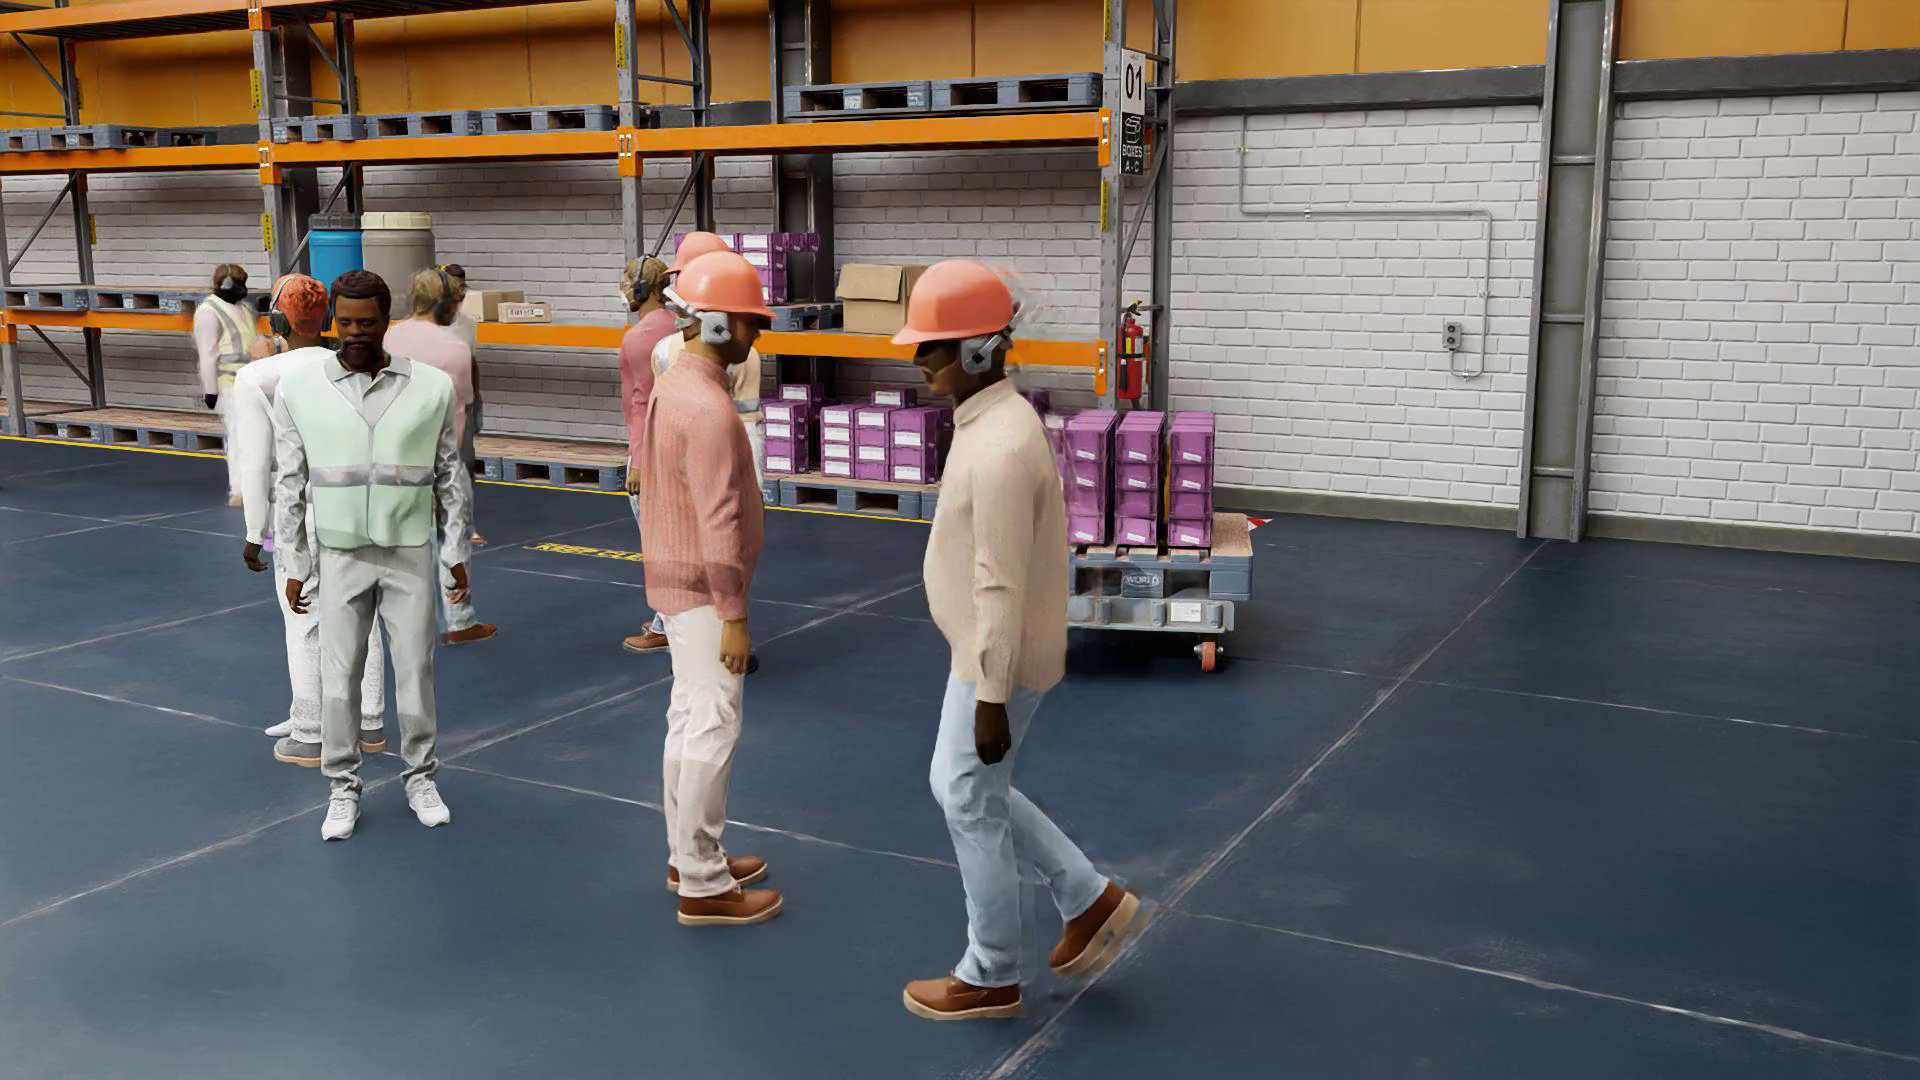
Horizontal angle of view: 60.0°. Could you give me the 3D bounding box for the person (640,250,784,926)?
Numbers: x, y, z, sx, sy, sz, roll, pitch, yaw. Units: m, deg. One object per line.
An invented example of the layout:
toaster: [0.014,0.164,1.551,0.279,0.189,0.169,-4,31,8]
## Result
person: [-0.727,0.149,4.919,0.413,1.984,0.624,-4,11,-20]

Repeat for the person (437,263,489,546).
person: [-3.390,-0.884,10.933,0.536,1.852,0.536,8,13,37]

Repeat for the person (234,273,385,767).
person: [-2.469,-0.071,6.393,0.356,1.884,0.574,10,14,43]

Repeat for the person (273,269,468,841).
person: [-1.992,0.046,5.660,0.597,1.915,0.369,-5,11,-24]

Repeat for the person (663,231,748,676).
person: [-1.152,-0.381,7.656,0.375,2.044,0.607,-1,10,-7]

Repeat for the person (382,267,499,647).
person: [-2.647,-0.343,7.899,0.663,1.895,0.992,5,12,26]

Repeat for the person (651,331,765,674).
person: [-1.126,-0.312,7.616,0.549,1.924,0.389,4,11,21]

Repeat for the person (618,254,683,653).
person: [-1.476,-0.416,8.132,0.354,1.938,0.636,2,10,9]

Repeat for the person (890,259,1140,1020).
person: [0.114,0.289,4.175,0.570,1.967,0.639,0,10,0]

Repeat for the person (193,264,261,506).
person: [-5.491,-1.185,12.683,0.536,1.816,0.636,0,10,-2]
